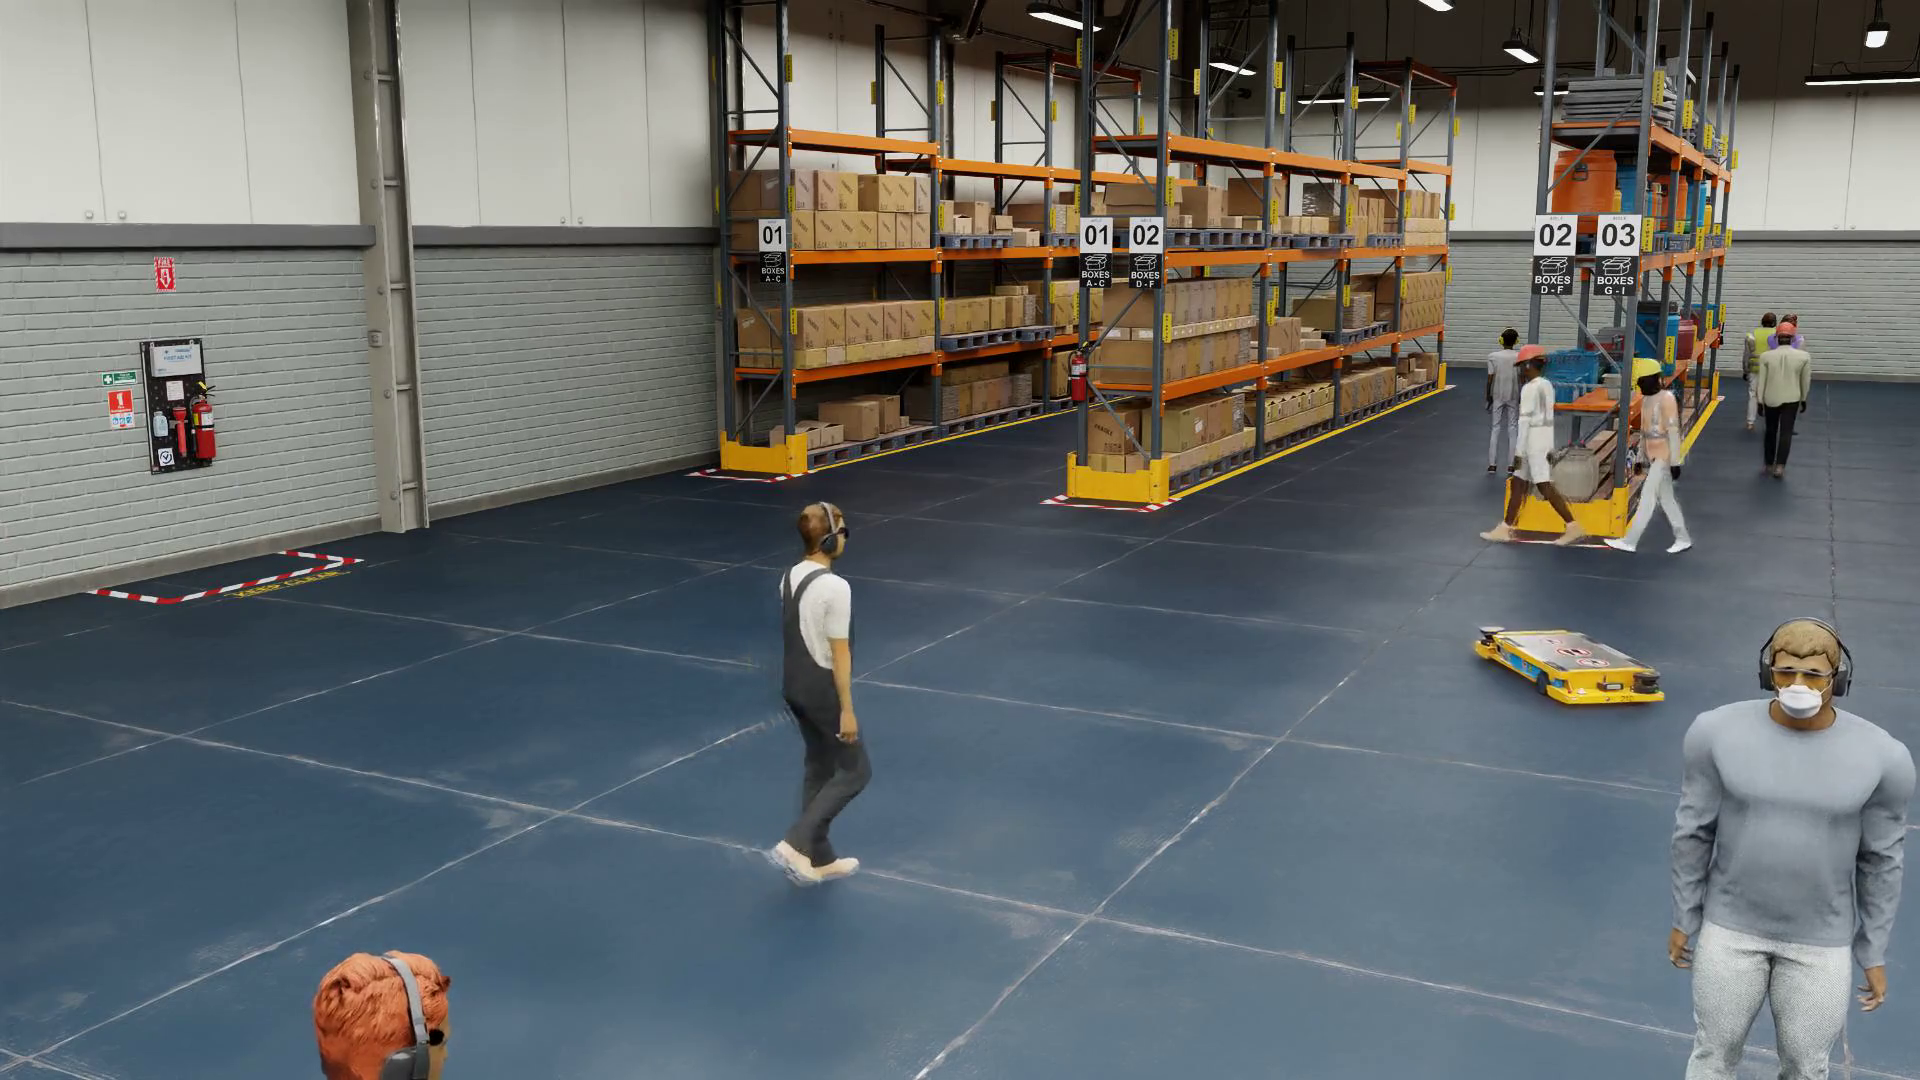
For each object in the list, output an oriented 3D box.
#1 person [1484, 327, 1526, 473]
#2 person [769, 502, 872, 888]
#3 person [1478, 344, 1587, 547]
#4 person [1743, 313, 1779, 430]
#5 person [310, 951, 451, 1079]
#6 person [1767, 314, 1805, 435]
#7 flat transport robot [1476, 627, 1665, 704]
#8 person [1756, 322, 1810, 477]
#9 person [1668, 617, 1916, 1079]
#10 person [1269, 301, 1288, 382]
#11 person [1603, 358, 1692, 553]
[{"bbox_3d":[6.989,-1.786,21.292,0.515,1.873,0.328,4,11,22],"label":"person"},{"bbox_3d":[-0.650,0.734,7.668,0.454,1.827,0.533,-7,13,-35],"label":"person"},{"bbox_3d":[5.677,-0.912,16.259,1.005,1.983,0.640,6,12,31],"label":"person"},{"bbox_3d":[12.582,-2.624,25.996,0.651,1.834,0.479,8,13,36],"label":"person"},{"bbox_3d":[-0.941,1.595,2.810,0.572,1.887,0.356,7,13,35],"label":"person"},{"bbox_3d":[12.557,-2.519,25.353,0.388,1.847,0.563,-8,13,-39],"label":"person"},{"bbox_3d":[4.133,0.836,11.357,0.652,0.197,1.431,-1,10,-6],"label":"flat transport robot"},{"bbox_3d":[10.415,-1.780,21.076,0.607,1.952,1.024,5,12,27],"label":"person"},{"bbox_3d":[2.441,1.174,4.965,0.627,1.940,0.371,5,12,27],"label":"person"},{"bbox_3d":[5.637,-3.298,29.400,0.578,1.915,0.616,5,12,26],"label":"person"},{"bbox_3d":[6.669,-0.794,15.900,0.857,1.862,0.677,0,10,3],"label":"person"}]
